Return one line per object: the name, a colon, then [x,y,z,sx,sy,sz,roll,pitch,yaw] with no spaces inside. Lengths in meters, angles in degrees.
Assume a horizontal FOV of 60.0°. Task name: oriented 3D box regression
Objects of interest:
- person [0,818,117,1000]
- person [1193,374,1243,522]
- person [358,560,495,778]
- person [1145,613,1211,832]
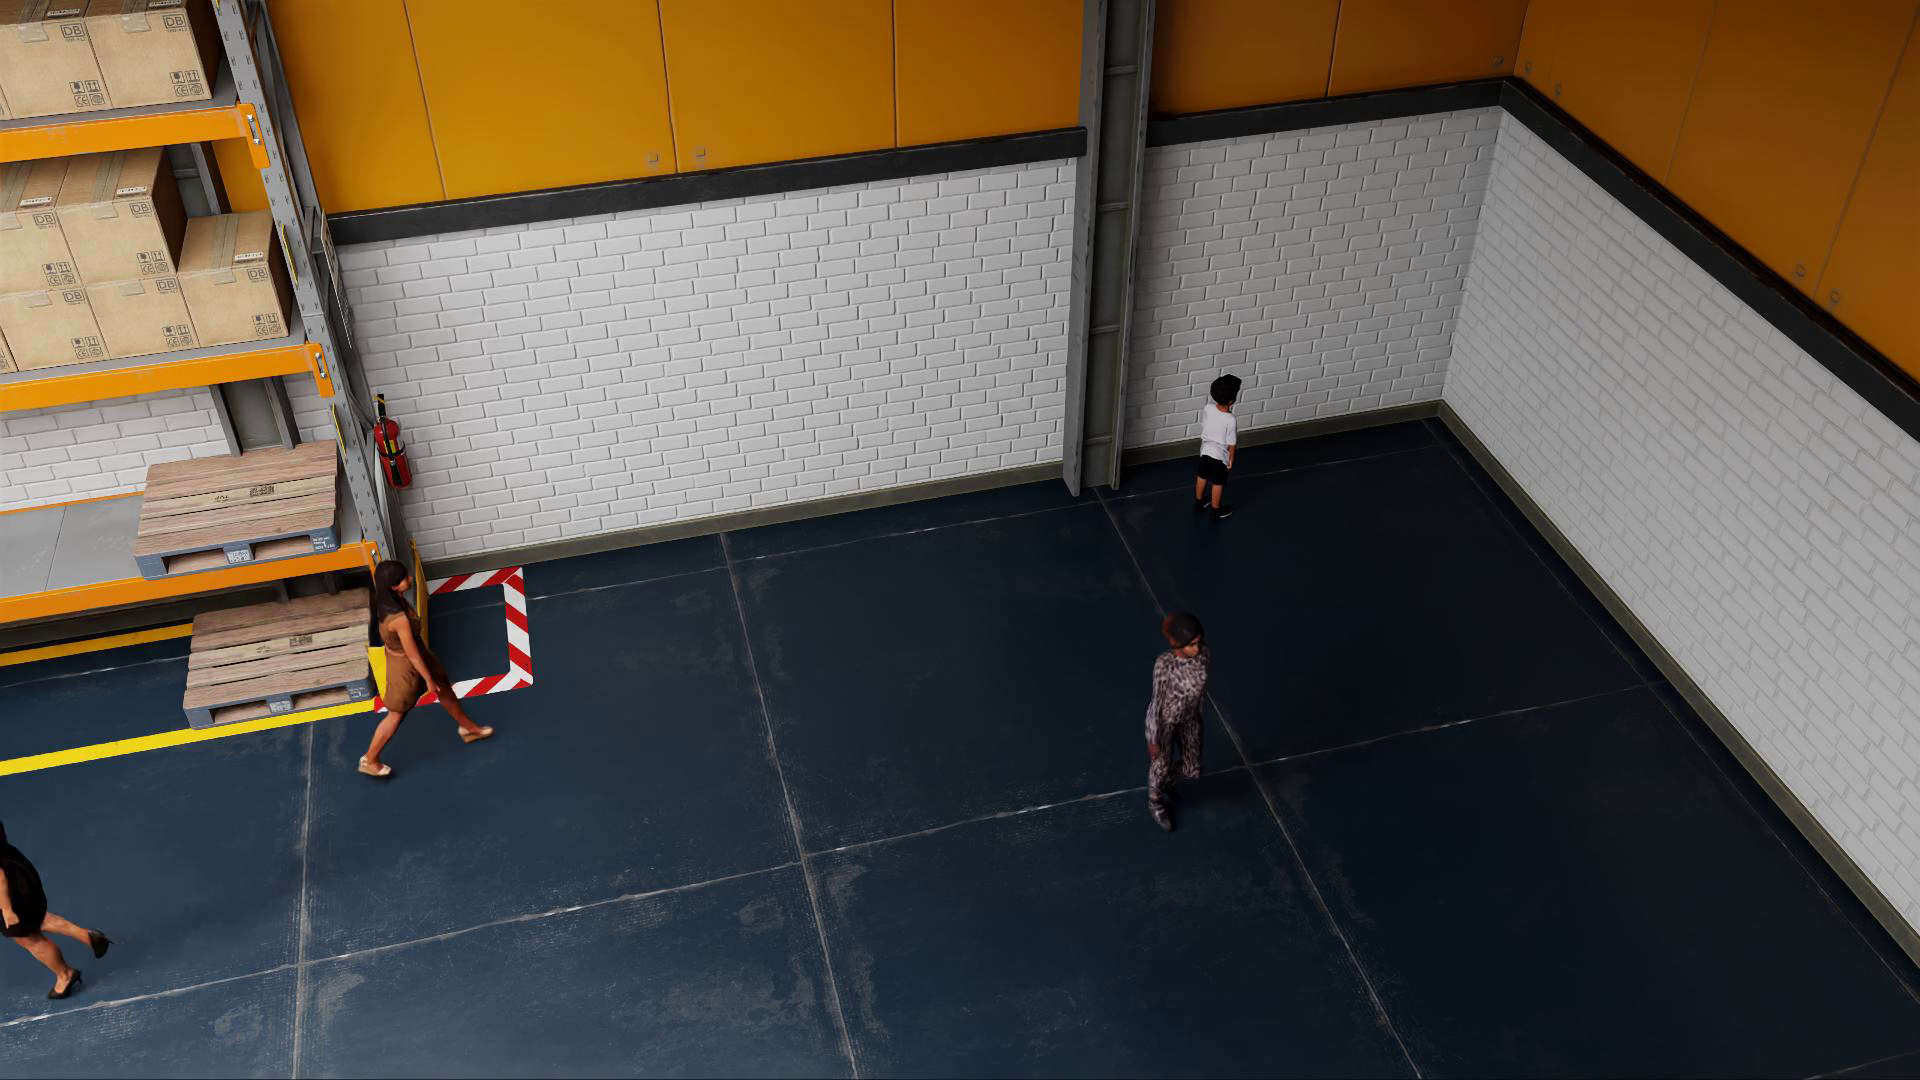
person: [-5.067,1.871,9.074,0.810,1.824,0.698,-19,42,-22]
person: [1.970,-0.712,12.761,0.560,1.258,0.595,32,48,33]
person: [-3.569,0.851,10.495,1.134,1.643,0.676,-15,41,-18]
person: [1.258,1.065,10.175,0.625,1.708,0.685,-15,41,-18]
